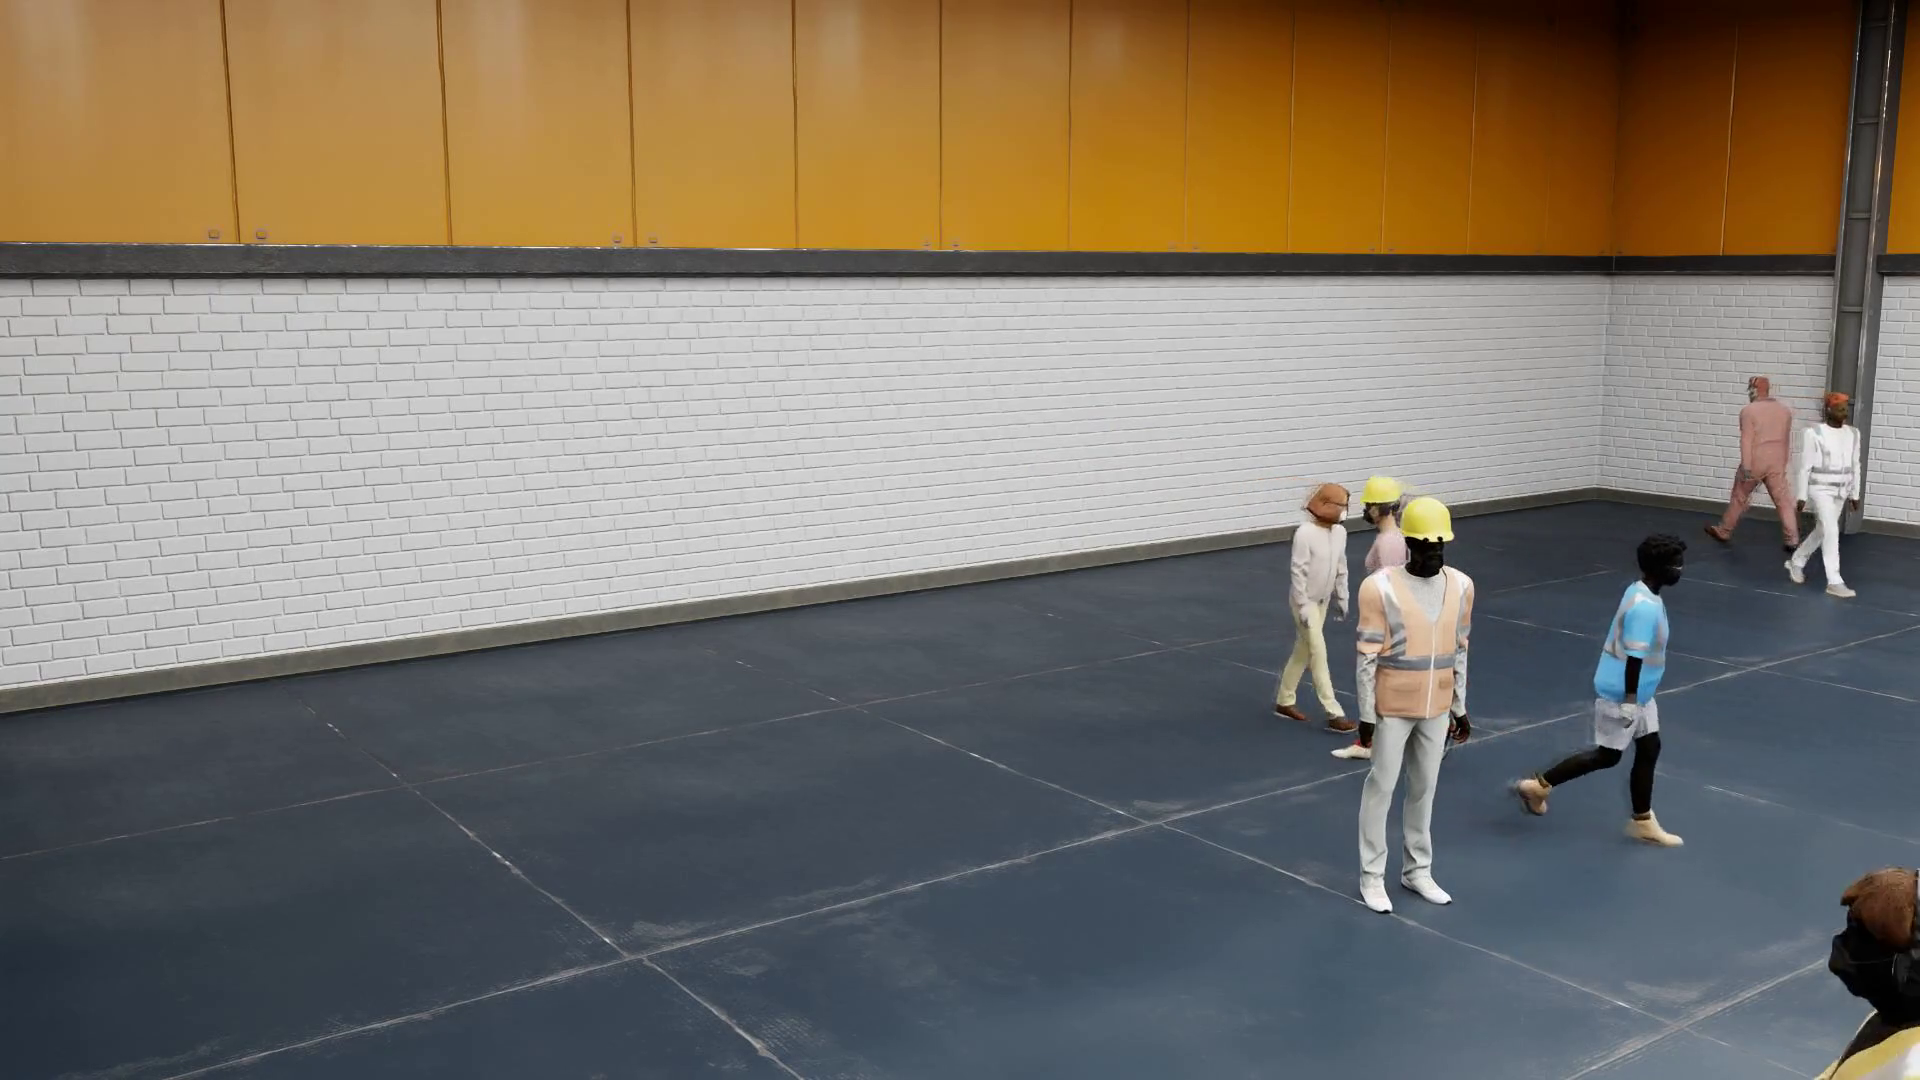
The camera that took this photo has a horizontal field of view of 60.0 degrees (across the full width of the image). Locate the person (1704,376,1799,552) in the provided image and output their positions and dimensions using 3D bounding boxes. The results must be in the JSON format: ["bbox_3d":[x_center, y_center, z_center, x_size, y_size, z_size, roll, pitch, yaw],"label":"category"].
[{"bbox_3d":[8.495,-0.813,17.672,0.669,1.828,1.111,-2,9,-14],"label":"person"}]

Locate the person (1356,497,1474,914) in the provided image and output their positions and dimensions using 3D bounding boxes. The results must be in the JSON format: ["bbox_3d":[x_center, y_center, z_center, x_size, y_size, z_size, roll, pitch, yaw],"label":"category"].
[{"bbox_3d":[2.105,0.753,7.685,0.589,1.927,0.387,-3,10,-17],"label":"person"}]

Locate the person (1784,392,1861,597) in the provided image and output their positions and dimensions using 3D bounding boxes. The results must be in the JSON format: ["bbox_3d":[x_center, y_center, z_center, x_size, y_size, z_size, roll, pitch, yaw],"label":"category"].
[{"bbox_3d":[7.990,-0.450,15.370,0.585,1.852,0.926,-2,10,-15],"label":"person"}]

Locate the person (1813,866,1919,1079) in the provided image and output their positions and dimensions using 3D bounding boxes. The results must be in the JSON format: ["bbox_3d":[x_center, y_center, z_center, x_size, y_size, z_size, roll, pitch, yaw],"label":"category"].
[{"bbox_3d":[1.814,1.518,3.350,0.963,1.796,0.618,7,12,37],"label":"person"}]

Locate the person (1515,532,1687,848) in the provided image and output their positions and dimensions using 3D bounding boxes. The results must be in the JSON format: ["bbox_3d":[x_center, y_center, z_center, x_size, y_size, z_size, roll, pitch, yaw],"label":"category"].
[{"bbox_3d":[3.324,0.755,8.551,0.756,1.654,0.537,5,10,27],"label":"person"}]

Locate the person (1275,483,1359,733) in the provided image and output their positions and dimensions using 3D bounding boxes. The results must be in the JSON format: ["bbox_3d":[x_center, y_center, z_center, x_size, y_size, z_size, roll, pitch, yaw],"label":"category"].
[{"bbox_3d":[2.340,0.432,10.674,0.515,1.590,0.786,-9,13,-43],"label":"person"}]

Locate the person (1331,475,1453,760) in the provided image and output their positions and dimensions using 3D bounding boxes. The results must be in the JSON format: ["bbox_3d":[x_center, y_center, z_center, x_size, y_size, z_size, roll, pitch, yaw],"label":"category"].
[{"bbox_3d":[2.580,0.485,9.873,0.623,1.747,0.533,2,10,15],"label":"person"}]
